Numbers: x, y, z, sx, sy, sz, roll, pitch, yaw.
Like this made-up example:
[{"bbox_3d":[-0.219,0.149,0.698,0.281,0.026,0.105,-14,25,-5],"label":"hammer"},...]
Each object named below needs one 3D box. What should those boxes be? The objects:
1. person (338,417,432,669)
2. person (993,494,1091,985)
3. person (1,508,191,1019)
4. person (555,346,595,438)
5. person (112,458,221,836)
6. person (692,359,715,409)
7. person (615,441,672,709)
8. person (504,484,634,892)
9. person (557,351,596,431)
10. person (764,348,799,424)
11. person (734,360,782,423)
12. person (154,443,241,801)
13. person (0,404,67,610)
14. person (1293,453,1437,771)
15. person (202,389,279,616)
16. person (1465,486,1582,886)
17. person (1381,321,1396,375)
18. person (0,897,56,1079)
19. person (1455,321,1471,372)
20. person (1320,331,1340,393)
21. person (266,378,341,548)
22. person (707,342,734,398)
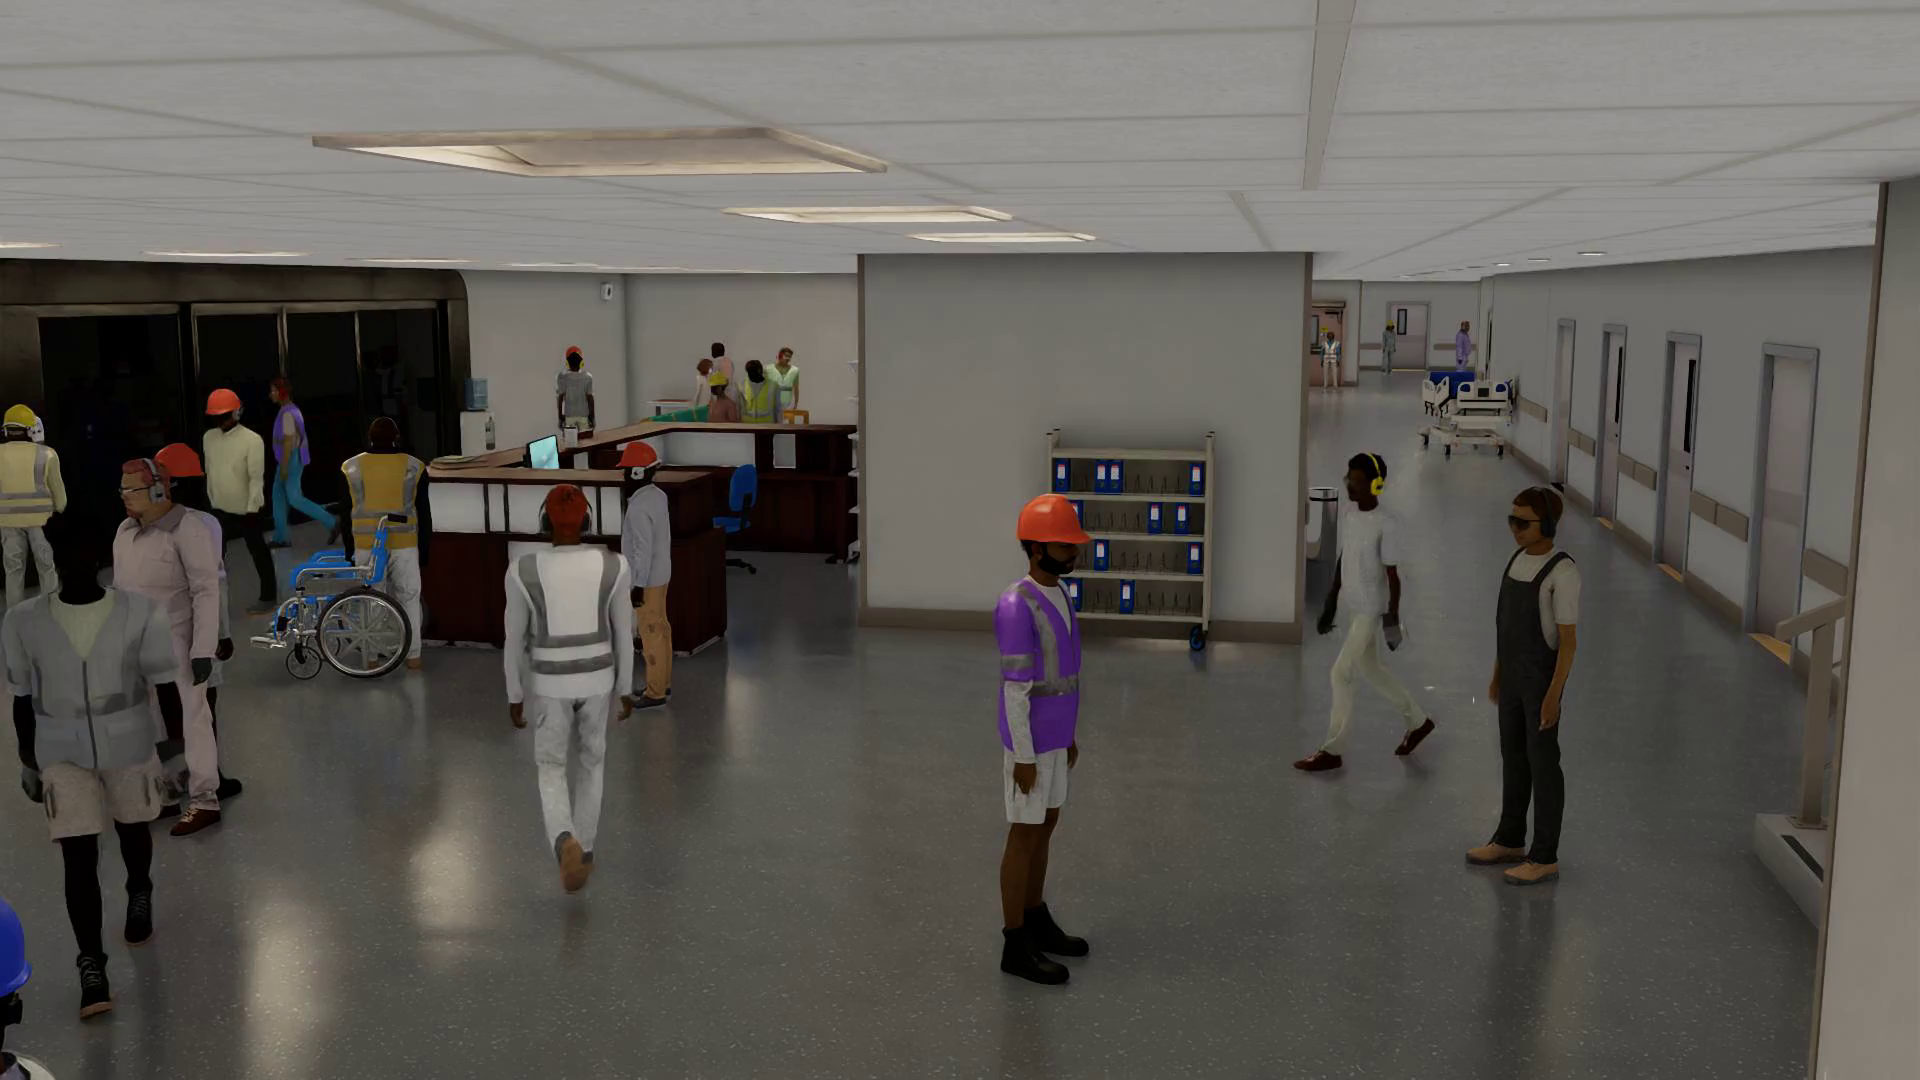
[{"bbox_3d":[-4.109,0.036,11.940,0.626,1.837,0.429,-3,9,-18],"label":"person"},{"bbox_3d":[0.344,0.777,6.661,0.360,1.939,0.543,4,9,22],"label":"person"},{"bbox_3d":[-3.399,0.808,6.580,0.625,1.921,1.062,-4,9,-24],"label":"person"},{"bbox_3d":[-5.467,-1.789,23.698,0.544,1.938,0.355,0,9,1],"label":"person"},{"bbox_3d":[-4.032,0.535,8.385,0.651,1.904,0.402,4,10,26],"label":"person"},{"bbox_3d":[-4.098,-2.151,27.157,0.682,1.605,0.520,2,9,14],"label":"person"},{"bbox_3d":[-2.075,0.228,10.914,0.338,1.752,0.564,0,9,3],"label":"person"},{"bbox_3d":[-1.772,0.675,7.605,0.583,1.863,0.752,-3,9,-19],"label":"person"},{"bbox_3d":[-5.407,-1.719,23.455,0.531,1.870,0.318,-2,9,-11],"label":"person"},{"bbox_3d":[-2.882,-2.185,26.761,0.607,1.802,0.692,-3,9,-21],"label":"person"},{"bbox_3d":[-2.684,-1.473,22.006,0.658,1.819,0.431,0,9,0],"label":"person"},{"bbox_3d":[-4.137,0.449,8.884,0.546,1.931,0.383,2,9,11],"label":"person"},{"bbox_3d":[-7.427,-0.163,13.251,0.590,1.833,0.404,-2,9,-15],"label":"person"},{"bbox_3d":[2.375,0.398,9.552,0.927,1.834,0.528,-2,9,-13],"label":"person"},{"bbox_3d":[-5.993,-0.272,13.644,0.628,1.925,1.058,2,9,15],"label":"person"},{"bbox_3d":[2.634,0.665,7.710,0.345,1.845,0.508,-3,9,-16],"label":"person"},{"bbox_3d":[13.724,-6.132,53.152,0.492,1.742,0.323,-3,9,-20],"label":"person"},{"bbox_3d":[-1.392,1.414,2.402,0.391,1.948,0.605,-6,10,-34],"label":"person"},{"bbox_3d":[13.461,-4.896,44.466,0.397,1.900,0.637,5,10,29],"label":"person"},{"bbox_3d":[9.827,-4.718,44.145,0.522,1.631,0.321,4,9,22],"label":"person"},{"bbox_3d":[-7.024,-0.808,17.585,0.768,1.819,0.583,-5,10,-28],"label":"person"},{"bbox_3d":[-4.118,-2.448,28.387,0.429,1.842,0.636,4,10,26],"label":"person"}]
